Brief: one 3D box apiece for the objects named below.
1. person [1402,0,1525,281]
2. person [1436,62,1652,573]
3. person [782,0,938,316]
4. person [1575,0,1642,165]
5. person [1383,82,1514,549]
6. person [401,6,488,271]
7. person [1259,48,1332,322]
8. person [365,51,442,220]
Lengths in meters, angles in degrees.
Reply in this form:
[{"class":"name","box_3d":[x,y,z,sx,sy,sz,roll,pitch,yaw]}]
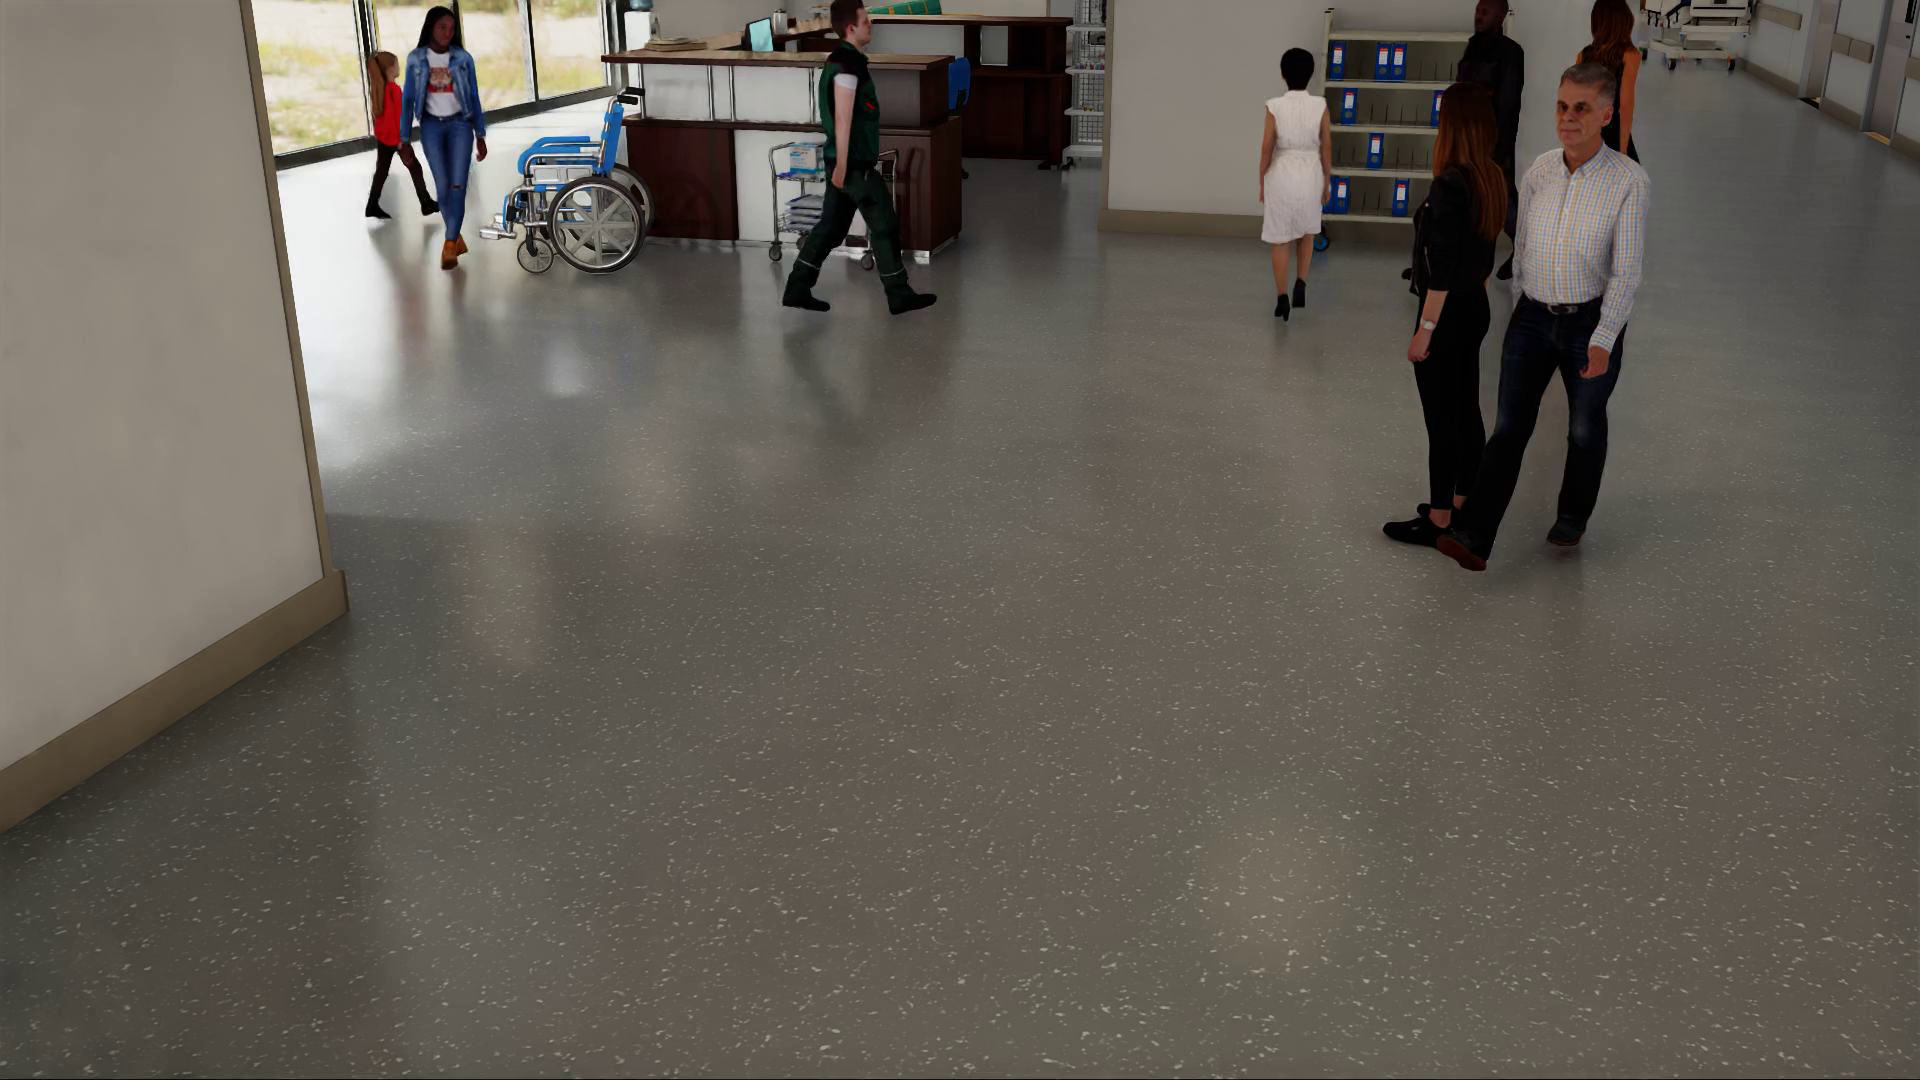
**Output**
[{"class":"person","box_3d":[3.415,-2.517,10.532,1.336,1.801,1.273,-11,23,-26]},{"class":"person","box_3d":[2.212,-0.758,5.944,1.236,1.761,1.090,18,27,39]},{"class":"person","box_3d":[-0.704,-2.156,9.575,1.225,1.805,1.046,-7,22,-17]},{"class":"person","box_3d":[3.715,-2.262,9.875,1.076,1.789,1.119,-15,26,-35]},{"class":"person","box_3d":[1.845,-0.820,6.185,0.691,1.707,0.691,18,27,40]},{"class":"person","box_3d":[-3.402,-2.656,11.083,1.174,1.670,1.026,-2,21,-4]},{"class":"person","box_3d":[1.944,-2.024,9.597,0.623,1.542,0.701,0,21,-1]},{"class":"person","box_3d":[-4.406,-3.072,12.767,0.900,1.256,0.776,16,26,35]}]
